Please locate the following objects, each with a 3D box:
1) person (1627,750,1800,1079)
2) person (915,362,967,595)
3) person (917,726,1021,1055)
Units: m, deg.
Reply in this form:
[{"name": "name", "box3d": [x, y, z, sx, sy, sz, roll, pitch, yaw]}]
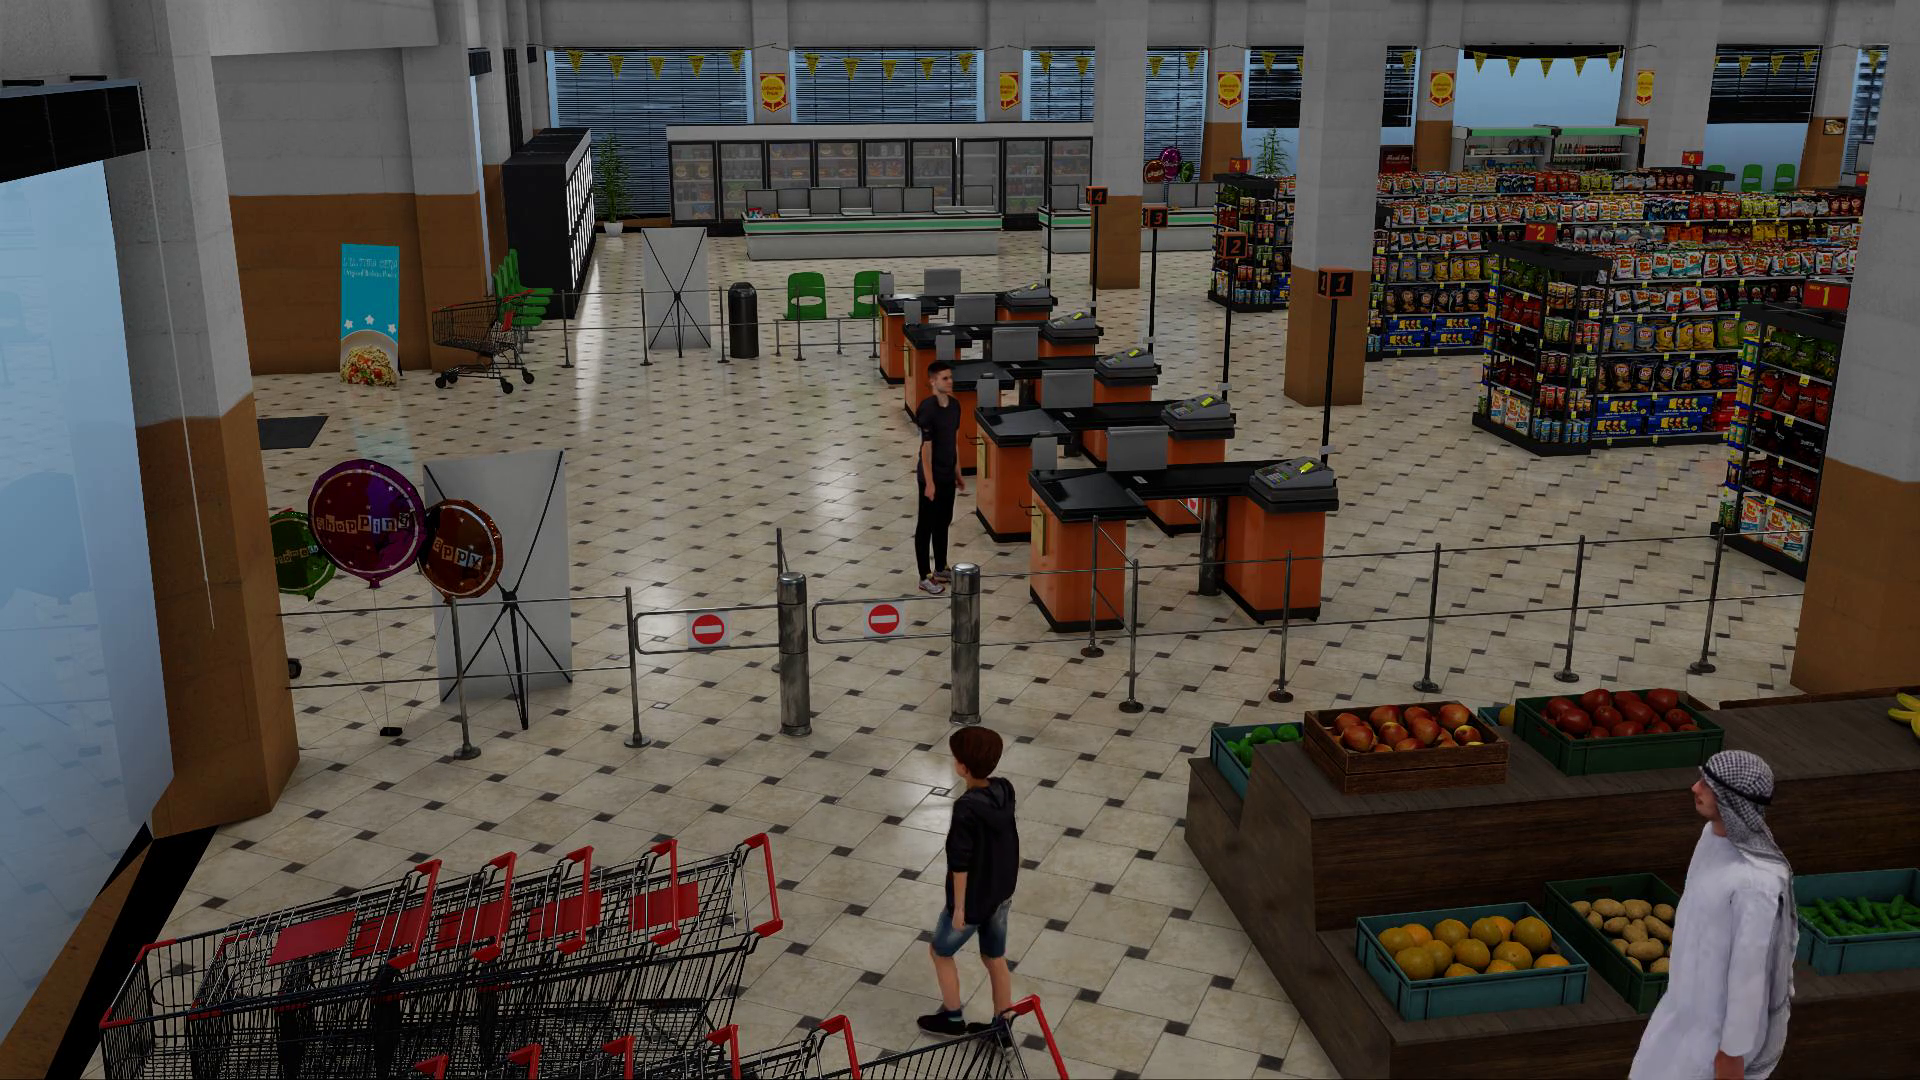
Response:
[{"name": "person", "box3d": [2.625, 1.610, 5.588, 1.075, 1.904, 0.861, 2, 17, 7]}, {"name": "person", "box3d": [-0.169, -0.495, 12.761, 0.777, 1.764, 0.717, 12, 20, 34]}, {"name": "person", "box3d": [0.124, 1.472, 6.854, 0.780, 1.433, 0.724, 14, 22, 38]}]
